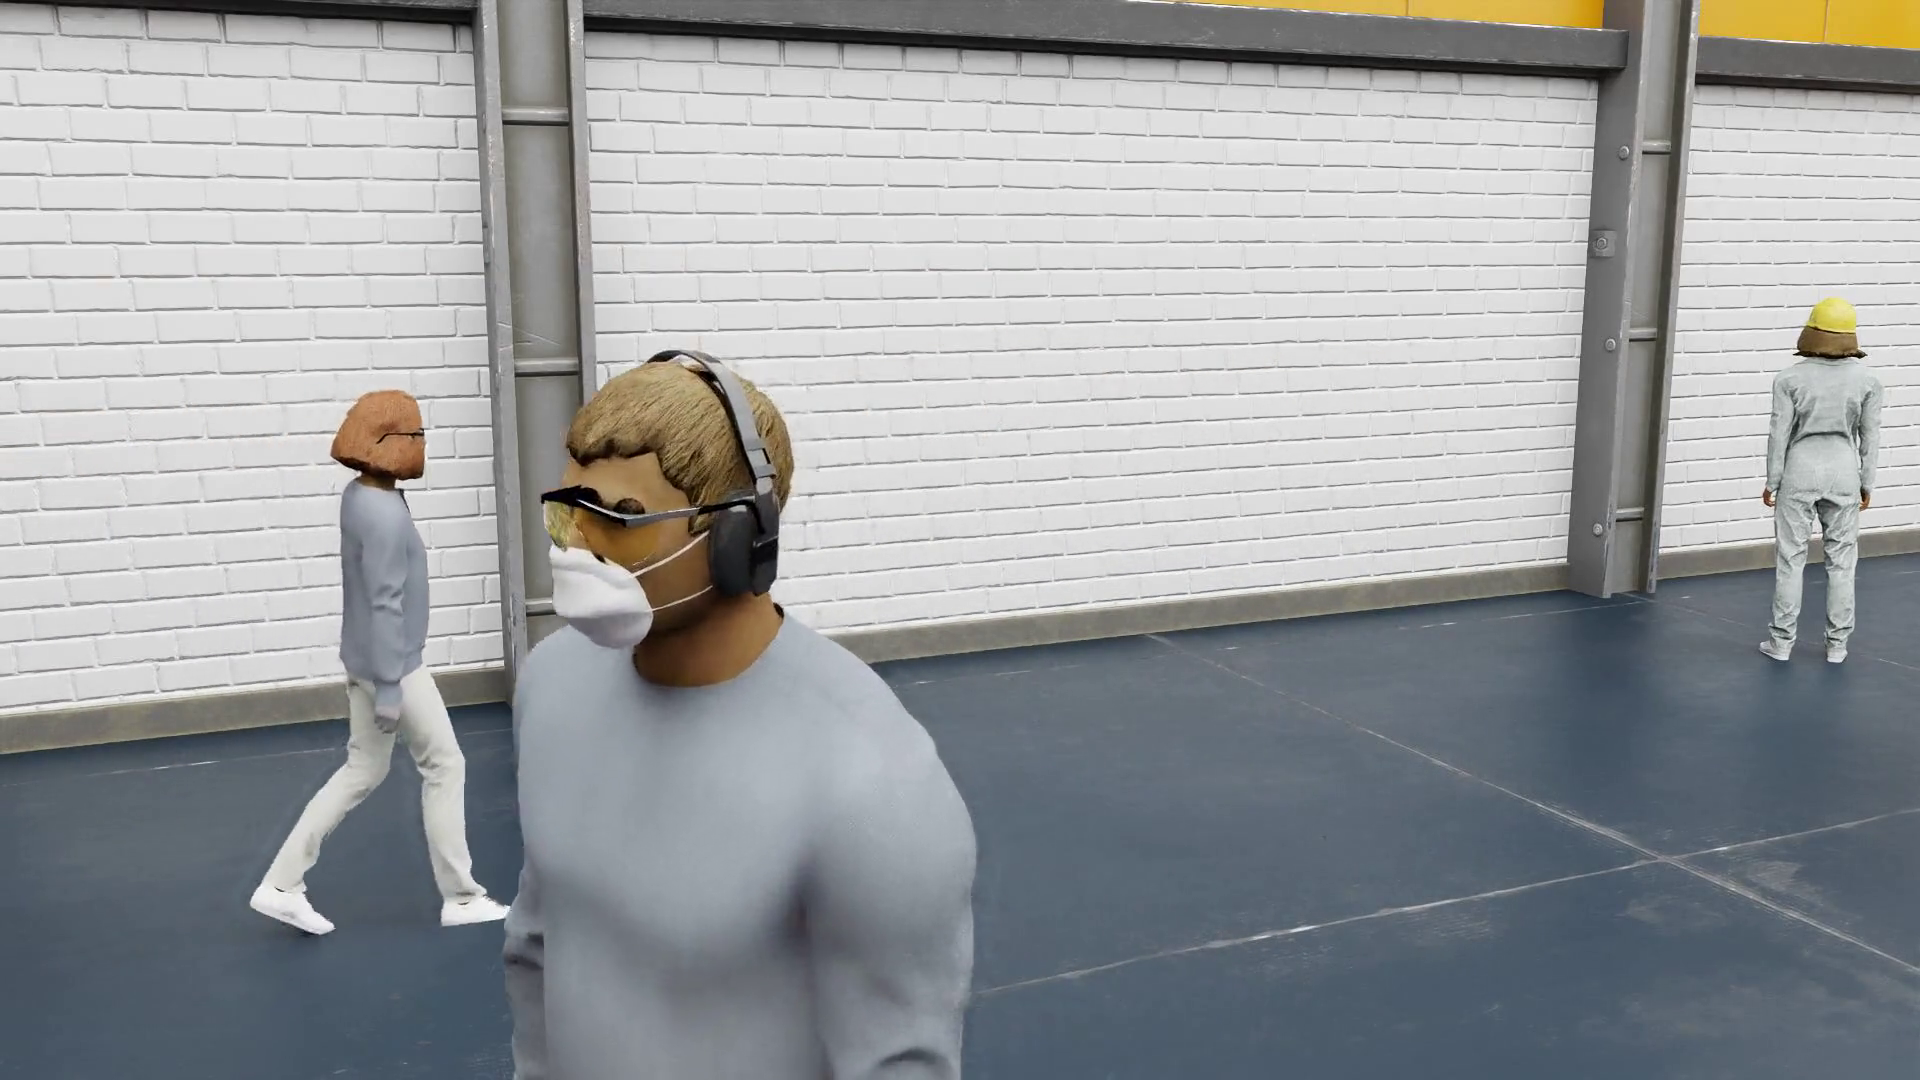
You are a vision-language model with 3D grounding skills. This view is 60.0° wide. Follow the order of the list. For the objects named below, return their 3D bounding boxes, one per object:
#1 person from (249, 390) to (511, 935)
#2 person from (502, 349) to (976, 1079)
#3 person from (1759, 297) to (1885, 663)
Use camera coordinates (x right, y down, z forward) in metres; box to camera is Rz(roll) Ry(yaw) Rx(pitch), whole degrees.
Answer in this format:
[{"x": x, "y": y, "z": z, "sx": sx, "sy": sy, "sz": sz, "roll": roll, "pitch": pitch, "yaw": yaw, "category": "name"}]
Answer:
[{"x": -1.705, "y": 0.374, "z": 4.791, "sx": 0.754, "sy": 1.618, "sz": 0.506, "roll": -6, "pitch": 12, "yaw": -29, "category": "person"}, {"x": -0.221, "y": 0.746, "z": 1.824, "sx": 0.740, "sy": 1.924, "sz": 0.639, "roll": -10, "pitch": 14, "yaw": -43, "category": "person"}, {"x": 4.108, "y": -0.281, "z": 7.960, "sx": 0.493, "sy": 1.746, "sz": 0.282, "roll": 3, "pitch": 11, "yaw": 14, "category": "person"}]
